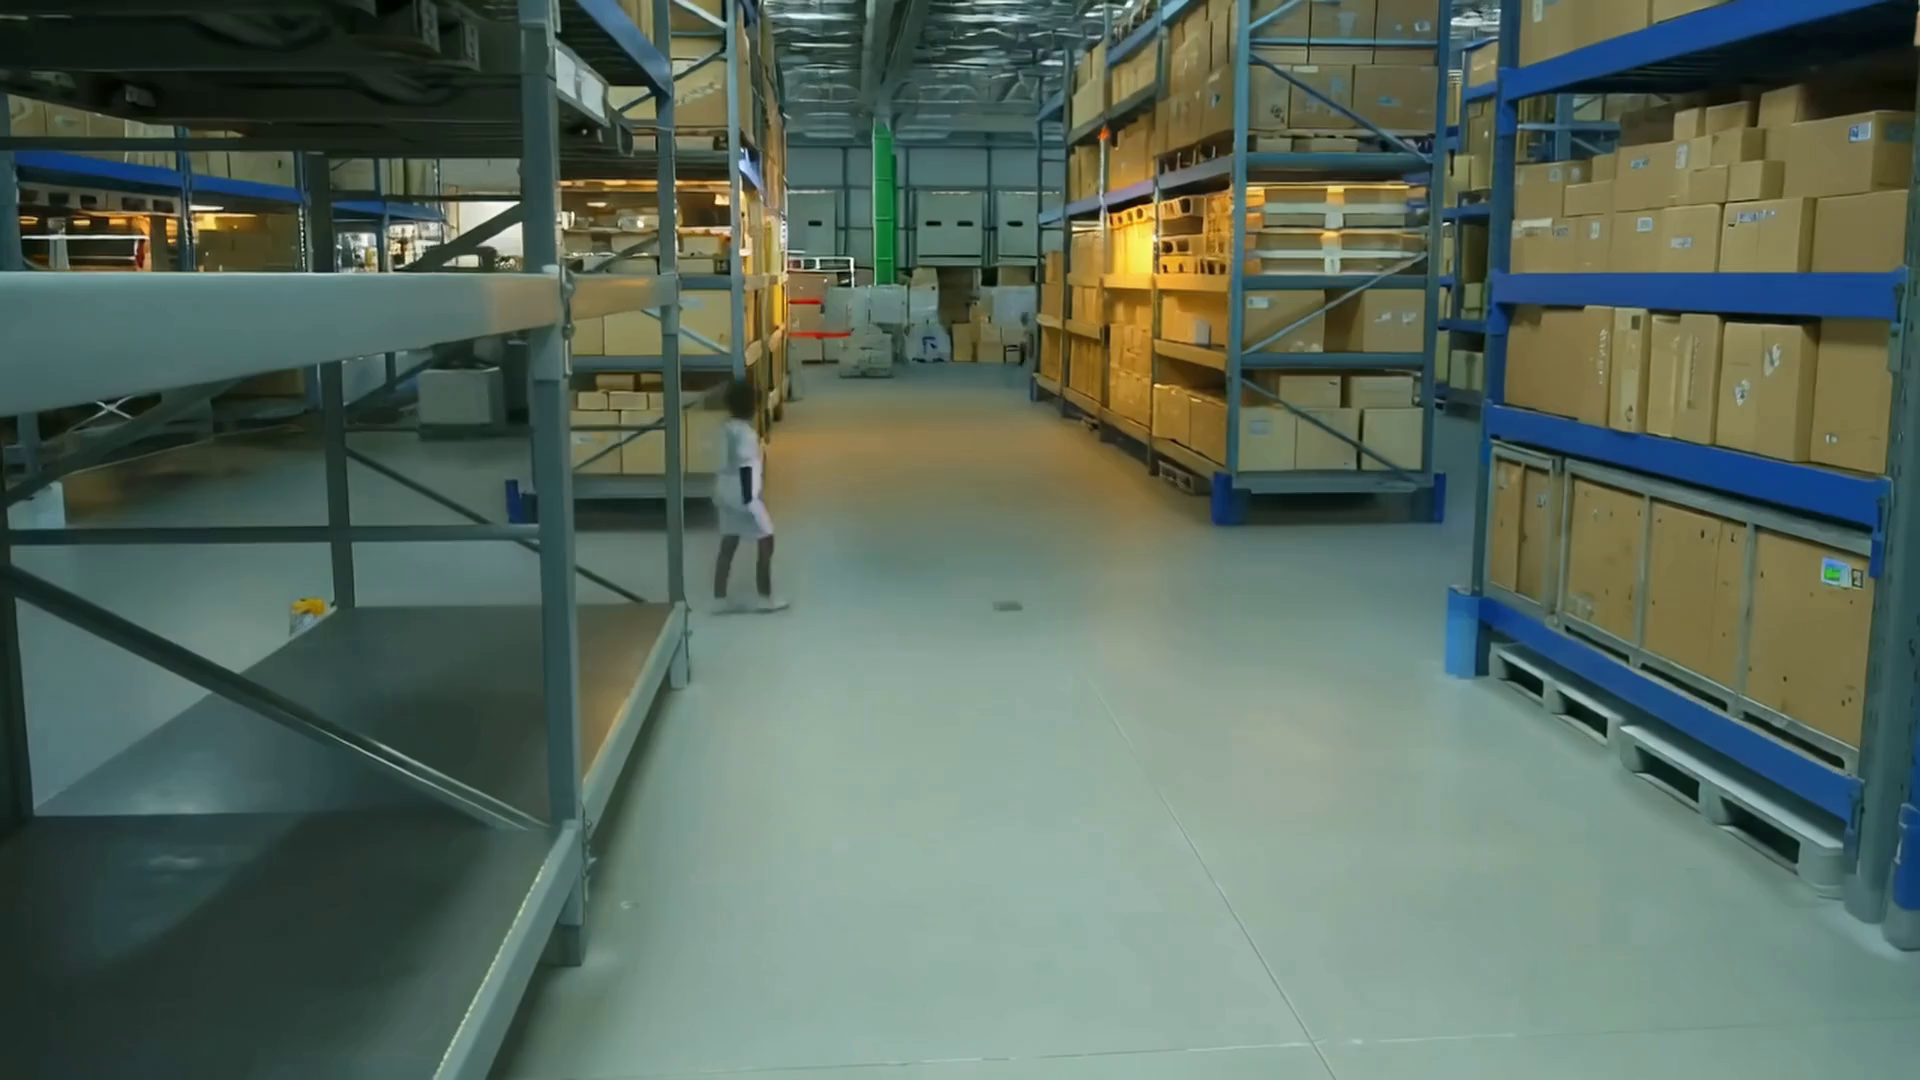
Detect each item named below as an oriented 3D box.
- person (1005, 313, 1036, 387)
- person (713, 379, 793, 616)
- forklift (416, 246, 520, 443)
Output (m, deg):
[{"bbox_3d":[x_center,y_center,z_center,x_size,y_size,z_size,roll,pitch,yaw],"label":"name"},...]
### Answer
[{"bbox_3d":[1.389,-4.091,35.840,0.879,1.584,0.533,-3,9,-16],"label":"person"},{"bbox_3d":[-1.461,-0.293,11.740,0.671,1.672,0.553,-5,10,-27],"label":"person"},{"bbox_3d":[-7.169,-2.861,24.094,1.129,2.768,1.873,-1,9,-4],"label":"forklift"}]
